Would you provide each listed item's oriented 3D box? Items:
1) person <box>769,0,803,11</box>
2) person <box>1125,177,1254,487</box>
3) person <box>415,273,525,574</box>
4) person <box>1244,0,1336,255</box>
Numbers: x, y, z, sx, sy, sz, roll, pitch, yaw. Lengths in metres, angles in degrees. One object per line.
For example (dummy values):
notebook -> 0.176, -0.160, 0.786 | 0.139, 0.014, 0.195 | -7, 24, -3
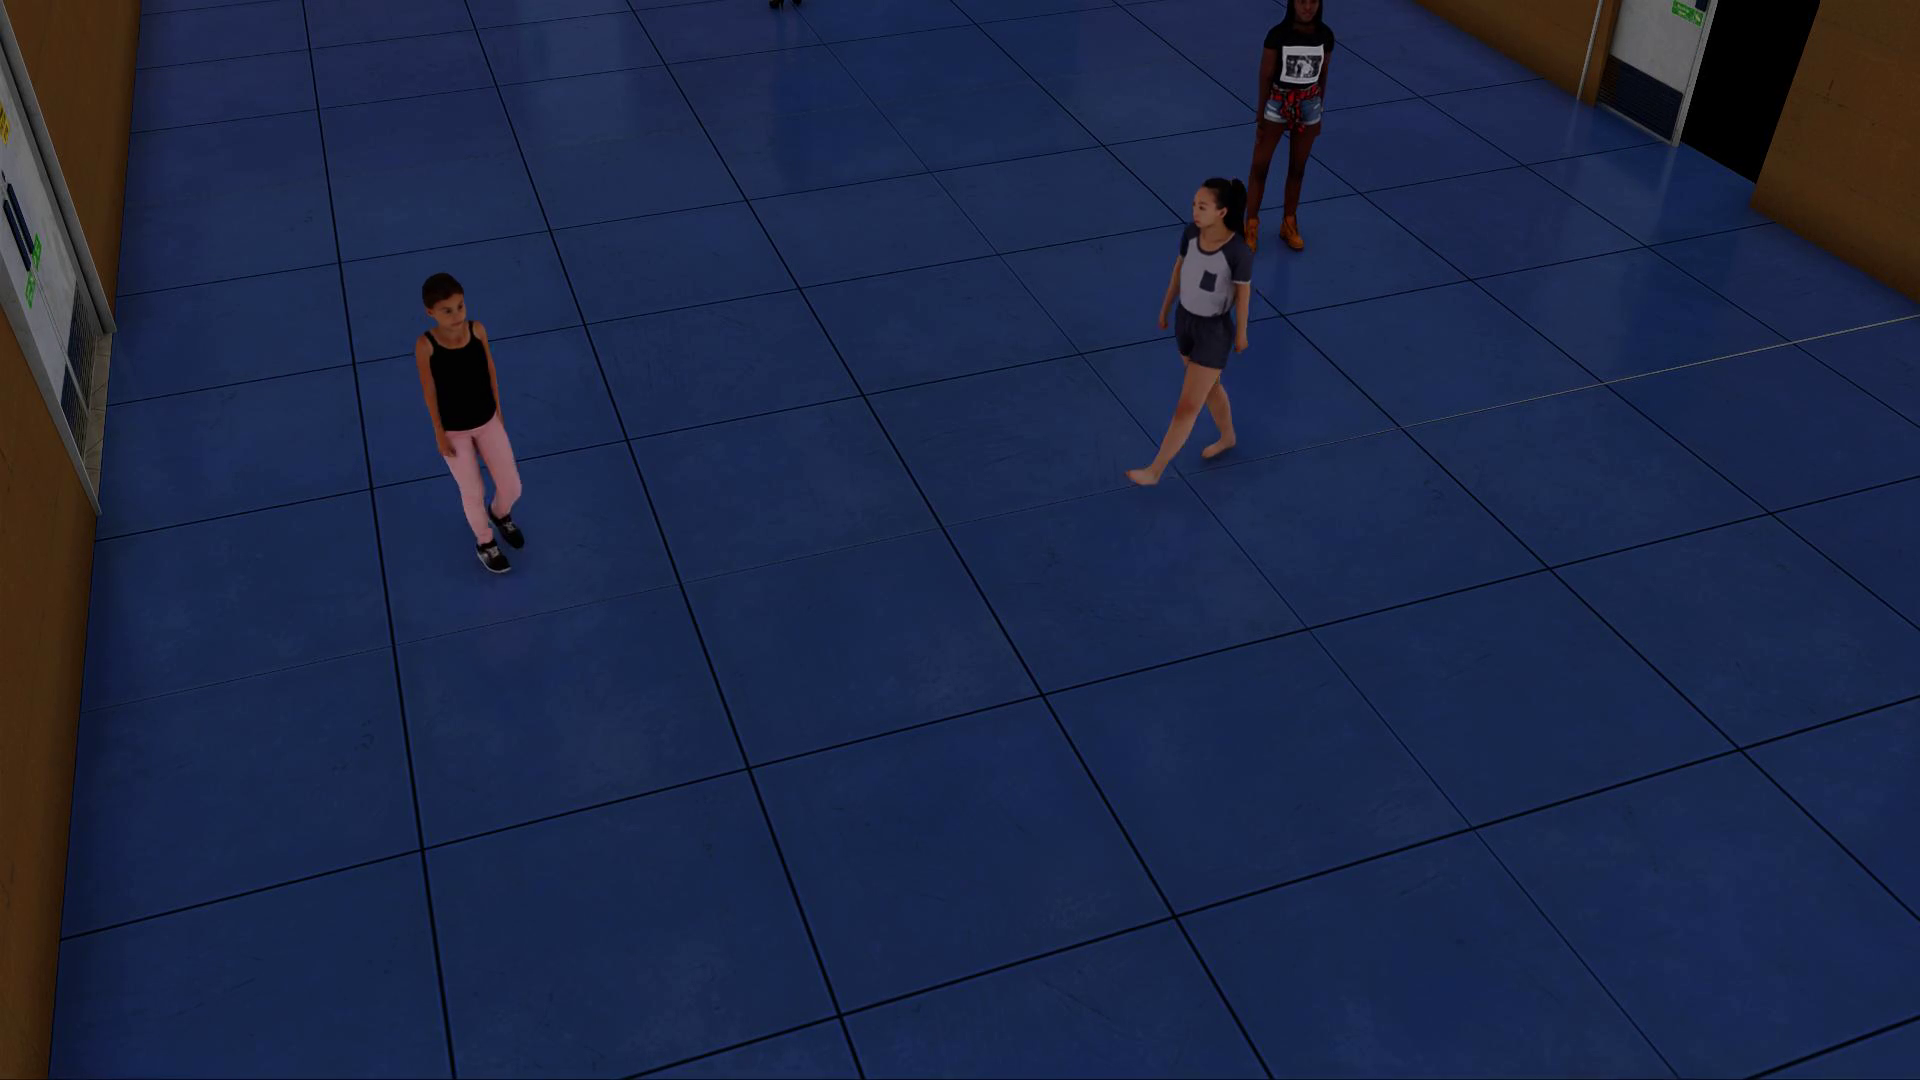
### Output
person -> -1.510, -5.323, 13.922 | 0.487, 1.706, 0.680 | -19, 41, -24
person -> 1.291, -1.042, 8.309 | 1.057, 1.613, 0.738 | -20, 41, -24
person -> -2.312, -0.552, 7.709 | 0.608, 1.550, 0.649 | -24, 43, -28
person -> 2.043, -2.630, 10.329 | 0.605, 1.728, 0.732 | -4, 37, -6
